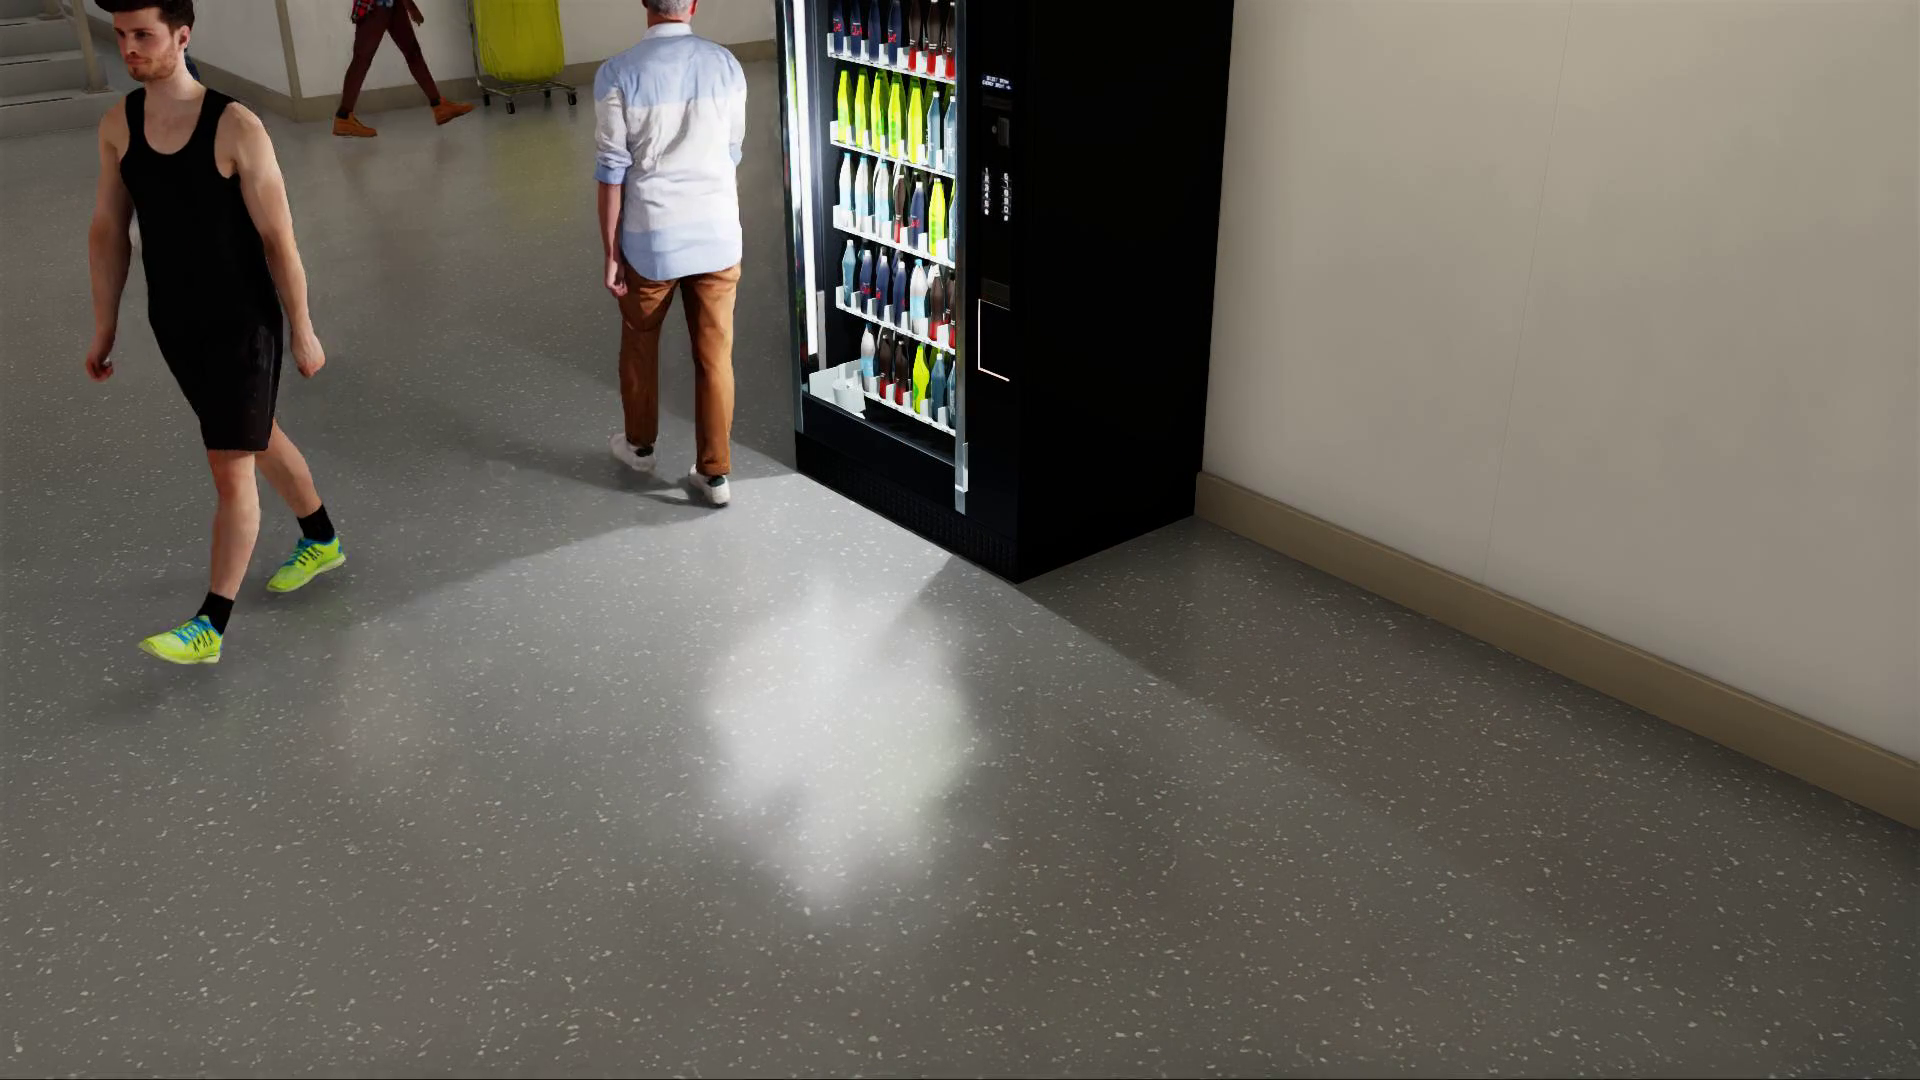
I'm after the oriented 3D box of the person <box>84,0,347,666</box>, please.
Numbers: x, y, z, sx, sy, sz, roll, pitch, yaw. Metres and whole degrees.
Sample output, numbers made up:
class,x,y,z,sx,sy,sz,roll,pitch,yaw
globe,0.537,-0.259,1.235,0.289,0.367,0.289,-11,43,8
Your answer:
class,x,y,z,sx,sy,sz,roll,pitch,yaw
person,-2.059,-0.626,4.741,1.198,1.840,1.134,8,27,16

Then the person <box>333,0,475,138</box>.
class,x,y,z,sx,sy,sz,roll,pitch,yaw
person,-3.826,-3.407,10.695,0.826,1.677,1.169,-14,29,-26

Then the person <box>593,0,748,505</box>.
class,x,y,z,sx,sy,sz,roll,pitch,yaw
person,-0.897,-0.970,5.511,0.833,1.790,0.928,-12,28,-23
